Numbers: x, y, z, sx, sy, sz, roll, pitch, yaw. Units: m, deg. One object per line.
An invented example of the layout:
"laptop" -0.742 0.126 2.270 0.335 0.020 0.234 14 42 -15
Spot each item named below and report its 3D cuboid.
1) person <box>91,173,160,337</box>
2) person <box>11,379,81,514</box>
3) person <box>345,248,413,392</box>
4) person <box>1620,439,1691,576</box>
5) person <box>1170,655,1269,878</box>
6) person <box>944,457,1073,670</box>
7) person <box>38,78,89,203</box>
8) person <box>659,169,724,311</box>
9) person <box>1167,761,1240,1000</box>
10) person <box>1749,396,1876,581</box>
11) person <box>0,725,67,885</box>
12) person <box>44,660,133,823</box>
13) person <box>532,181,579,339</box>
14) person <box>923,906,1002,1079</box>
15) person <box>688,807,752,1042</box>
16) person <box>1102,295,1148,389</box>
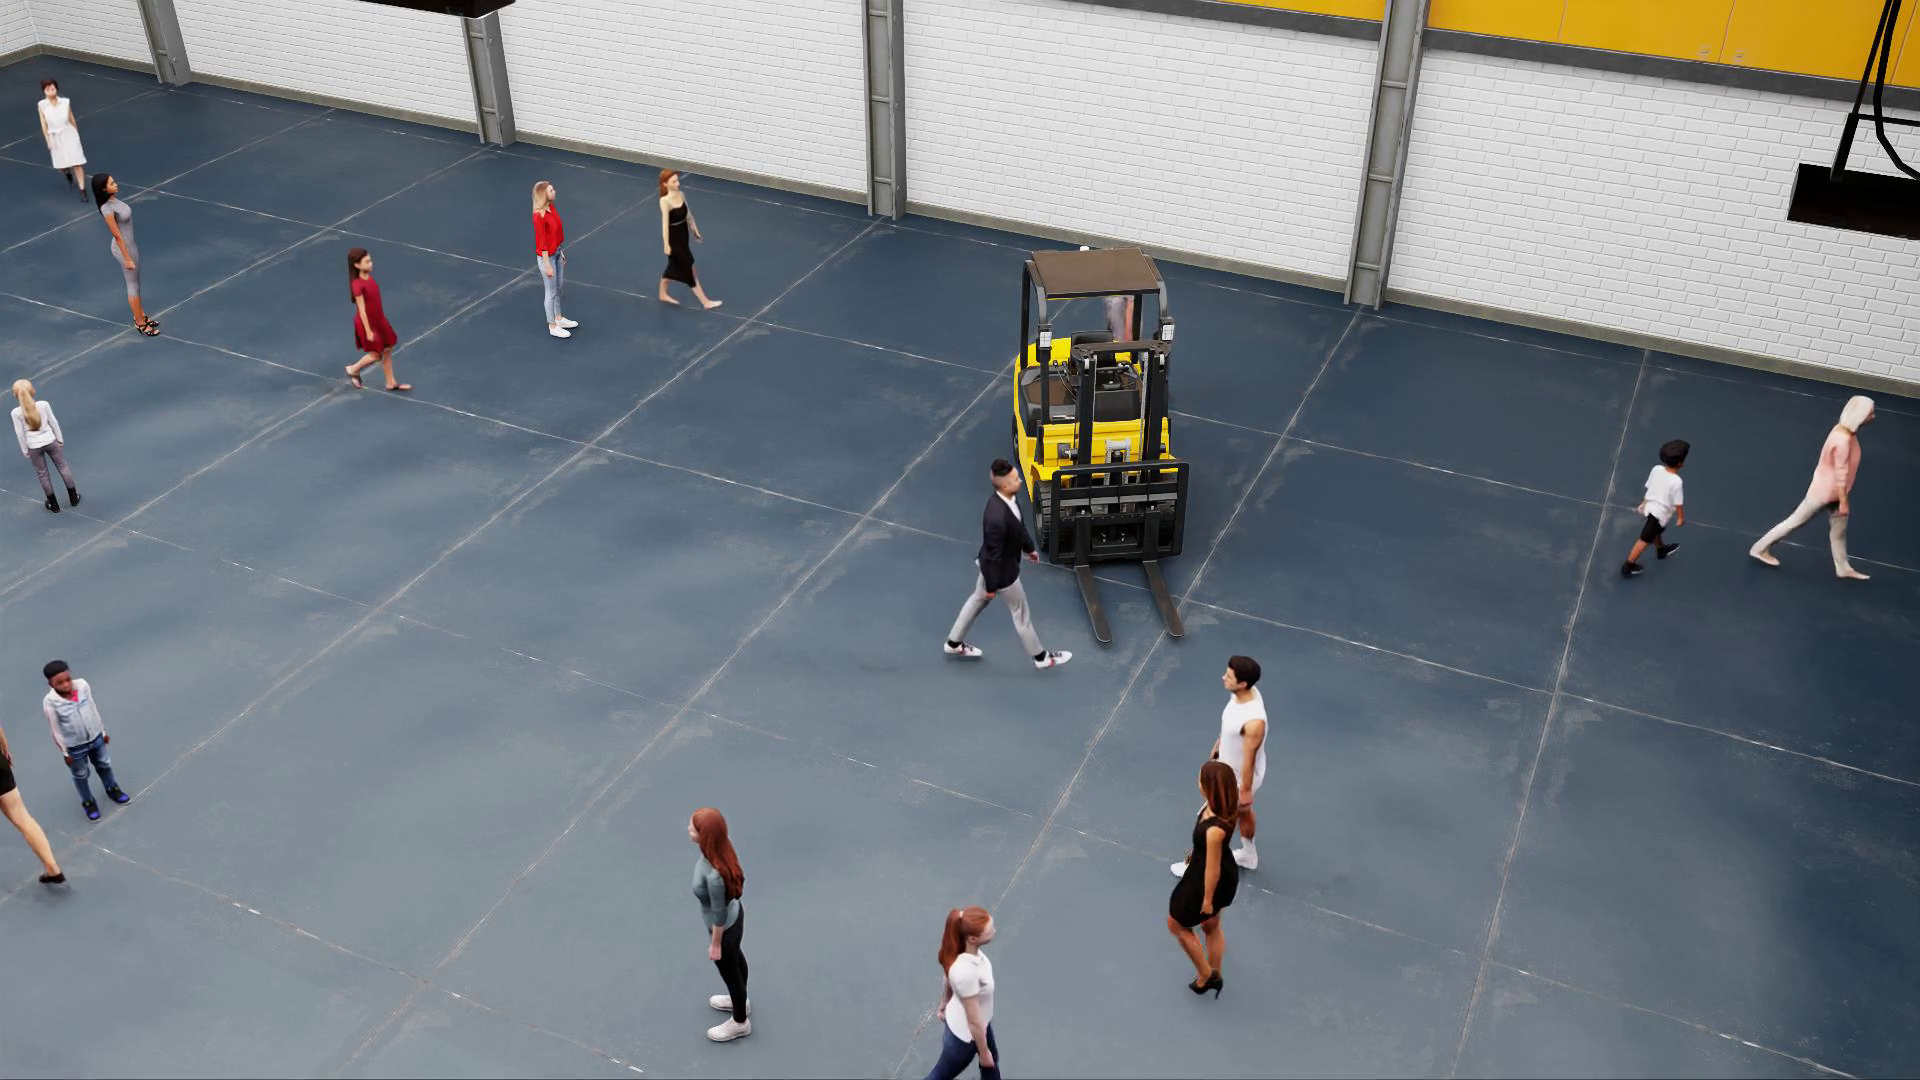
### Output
"person" -8.809 -3.016 17.547 0.714 1.781 0.655 -11 35 -16
"person" -8.135 -0.848 14.739 0.571 1.279 0.601 -24 40 -31
"person" -5.897 -2.154 16.466 0.908 1.542 0.717 2 34 3
"person" 5.780 -0.233 13.865 0.898 1.222 0.826 -10 35 -15
"person" 1.894 1.495 10.773 0.944 1.766 0.828 2 34 3
"person" 0.204 0.188 12.621 1.346 1.898 1.012 3 34 4
"person" -11.211 -5.015 20.771 0.797 1.541 0.904 -18 38 -25
"person" -3.158 -3.262 18.095 1.063 1.585 0.653 10 35 15
"person" 1.575 2.068 9.863 0.604 1.820 0.576 11 35 16
"person" 7.068 -0.420 13.741 1.178 1.671 0.674 17 37 24
"person" -6.256 1.537 10.709 1.203 1.767 0.744 19 38 26
"person" -6.059 1.343 11.460 0.553 1.260 0.529 25 41 33
"person" -4.321 -2.980 17.562 0.605 1.704 0.671 5 34 7
"person" -0.080 2.673 9.065 1.207 1.696 0.974 -3 34 -4
"person" -1.385 2.232 9.686 0.672 1.743 0.671 -1 34 -1
"person" 1.674 -2.109 16.354 0.892 1.592 0.812 -3 34 -4
